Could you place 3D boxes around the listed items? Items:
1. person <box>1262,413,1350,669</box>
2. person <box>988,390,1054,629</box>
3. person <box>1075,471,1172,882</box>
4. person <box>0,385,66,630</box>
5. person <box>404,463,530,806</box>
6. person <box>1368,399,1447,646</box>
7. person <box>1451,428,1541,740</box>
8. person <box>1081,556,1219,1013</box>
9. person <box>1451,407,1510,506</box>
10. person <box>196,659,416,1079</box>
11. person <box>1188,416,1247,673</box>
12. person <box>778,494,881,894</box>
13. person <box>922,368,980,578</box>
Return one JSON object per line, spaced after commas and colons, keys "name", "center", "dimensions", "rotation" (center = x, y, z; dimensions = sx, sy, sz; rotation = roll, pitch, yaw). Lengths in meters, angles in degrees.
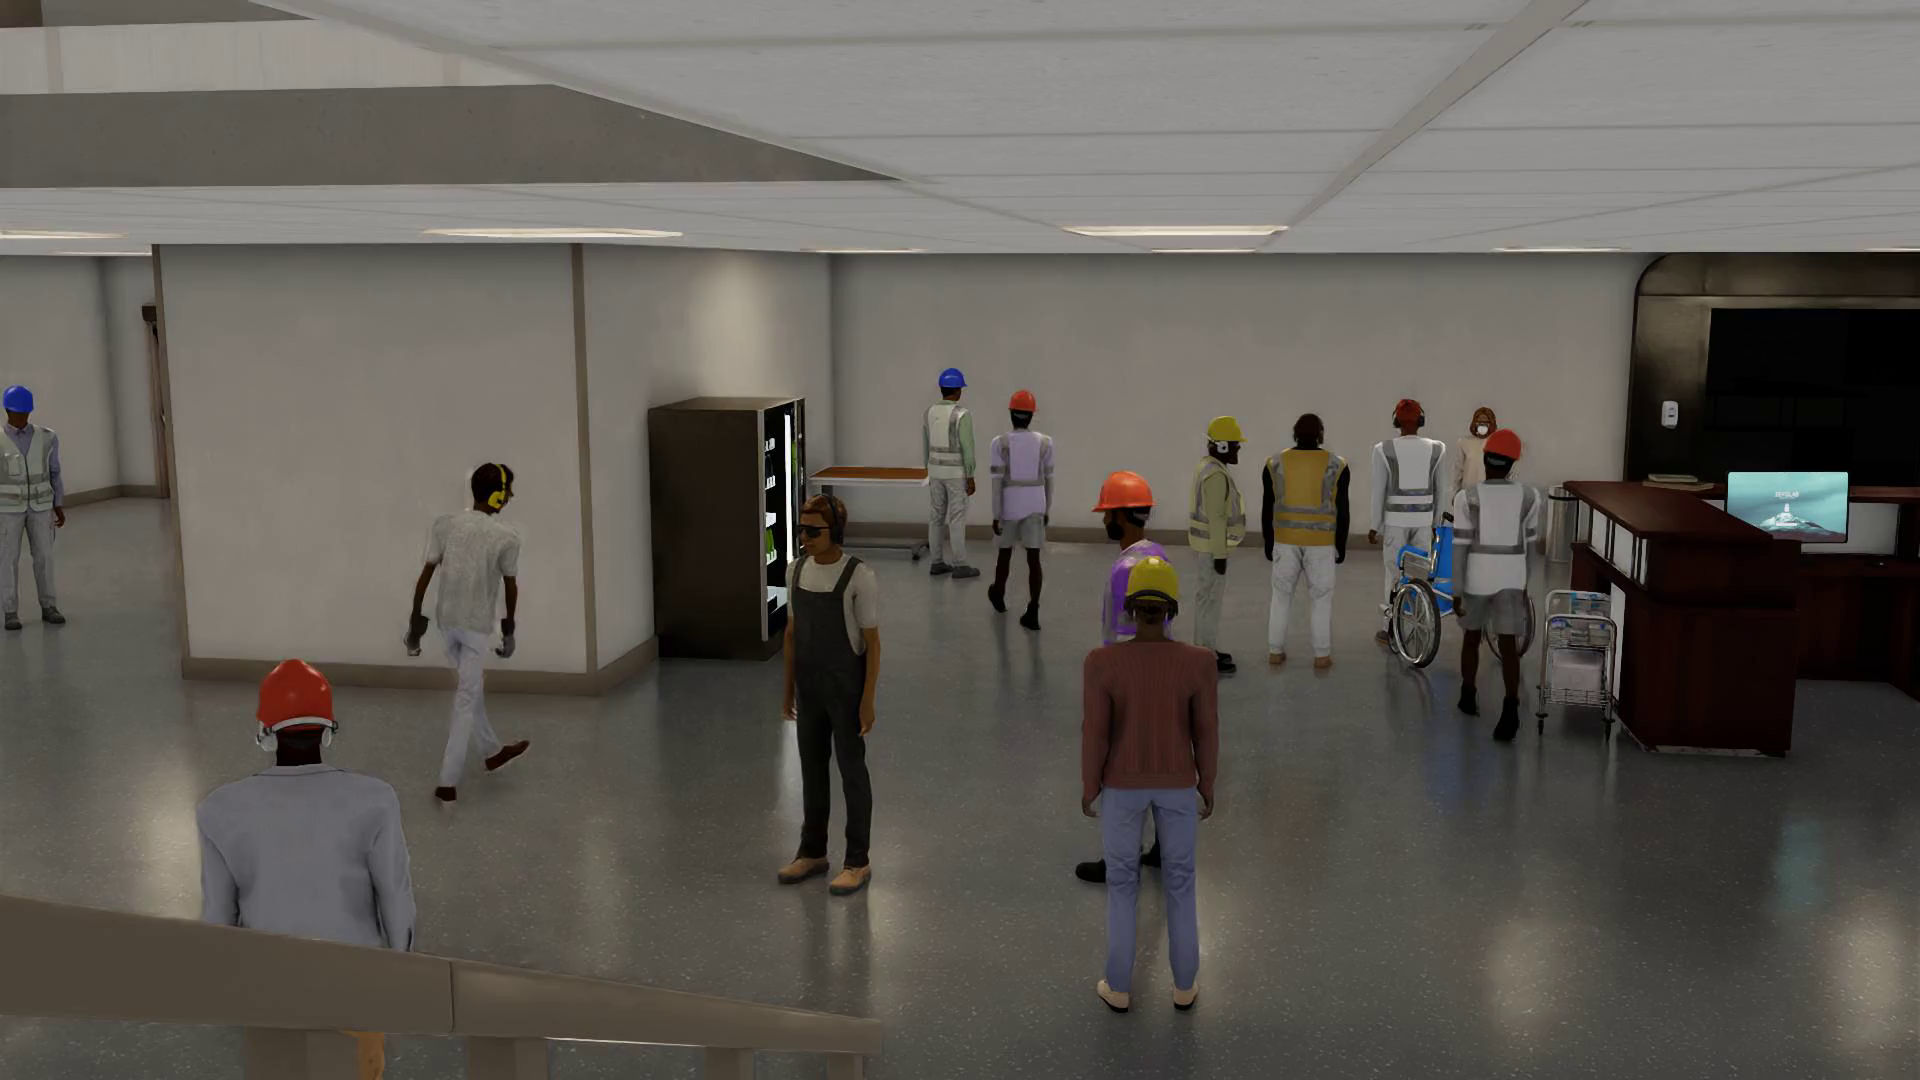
{"name": "person", "center": [2.487, 0.005, 11.975], "dimensions": [0.625, 1.832, 0.431], "rotation": [3, 10, 19]}
{"name": "person", "center": [0.482, -0.271, 13.508], "dimensions": [0.548, 1.875, 1.011], "rotation": [-2, 9, -10]}
{"name": "person", "center": [0.834, 0.656, 7.724], "dimensions": [0.513, 1.937, 0.599], "rotation": [3, 10, 20]}
{"name": "person", "center": [-7.483, -0.267, 13.294], "dimensions": [0.601, 1.942, 0.394], "rotation": [-9, 13, -44]}
{"name": "person", "center": [-2.663, 0.482, 9.091], "dimensions": [0.573, 1.802, 0.839], "rotation": [2, 10, 15]}
{"name": "person", "center": [3.389, -0.130, 12.632], "dimensions": [0.576, 1.883, 0.362], "rotation": [-1, 9, -3]}
{"name": "person", "center": [3.308, 0.258, 10.279], "dimensions": [0.537, 1.891, 1.004], "rotation": [1, 9, 7]}
{"name": "person", "center": [0.724, 0.938, 6.406], "dimensions": [0.533, 1.767, 0.324], "rotation": [0, 9, -2]}
{"name": "person", "center": [4.712, -0.394, 15.064], "dimensions": [0.504, 1.627, 0.285], "rotation": [6, 11, 31]}
{"name": "person", "center": [-1.853, 1.205, 4.783], "dimensions": [0.572, 1.753, 0.325], "rotation": [-2, 9, -12]}
{"name": "person", "center": [1.828, 0.029, 11.846], "dimensions": [0.403, 1.824, 0.598], "rotation": [0, 9, 3]}
{"name": "person", "center": [-0.600, 0.699, 7.627], "dimensions": [0.507, 1.845, 0.339], "rotation": [6, 11, 32]}
{"name": "person", "center": [-0.087, -0.618, 15.437], "dimensions": [0.604, 1.948, 0.389], "rotation": [8, 12, 42]}
